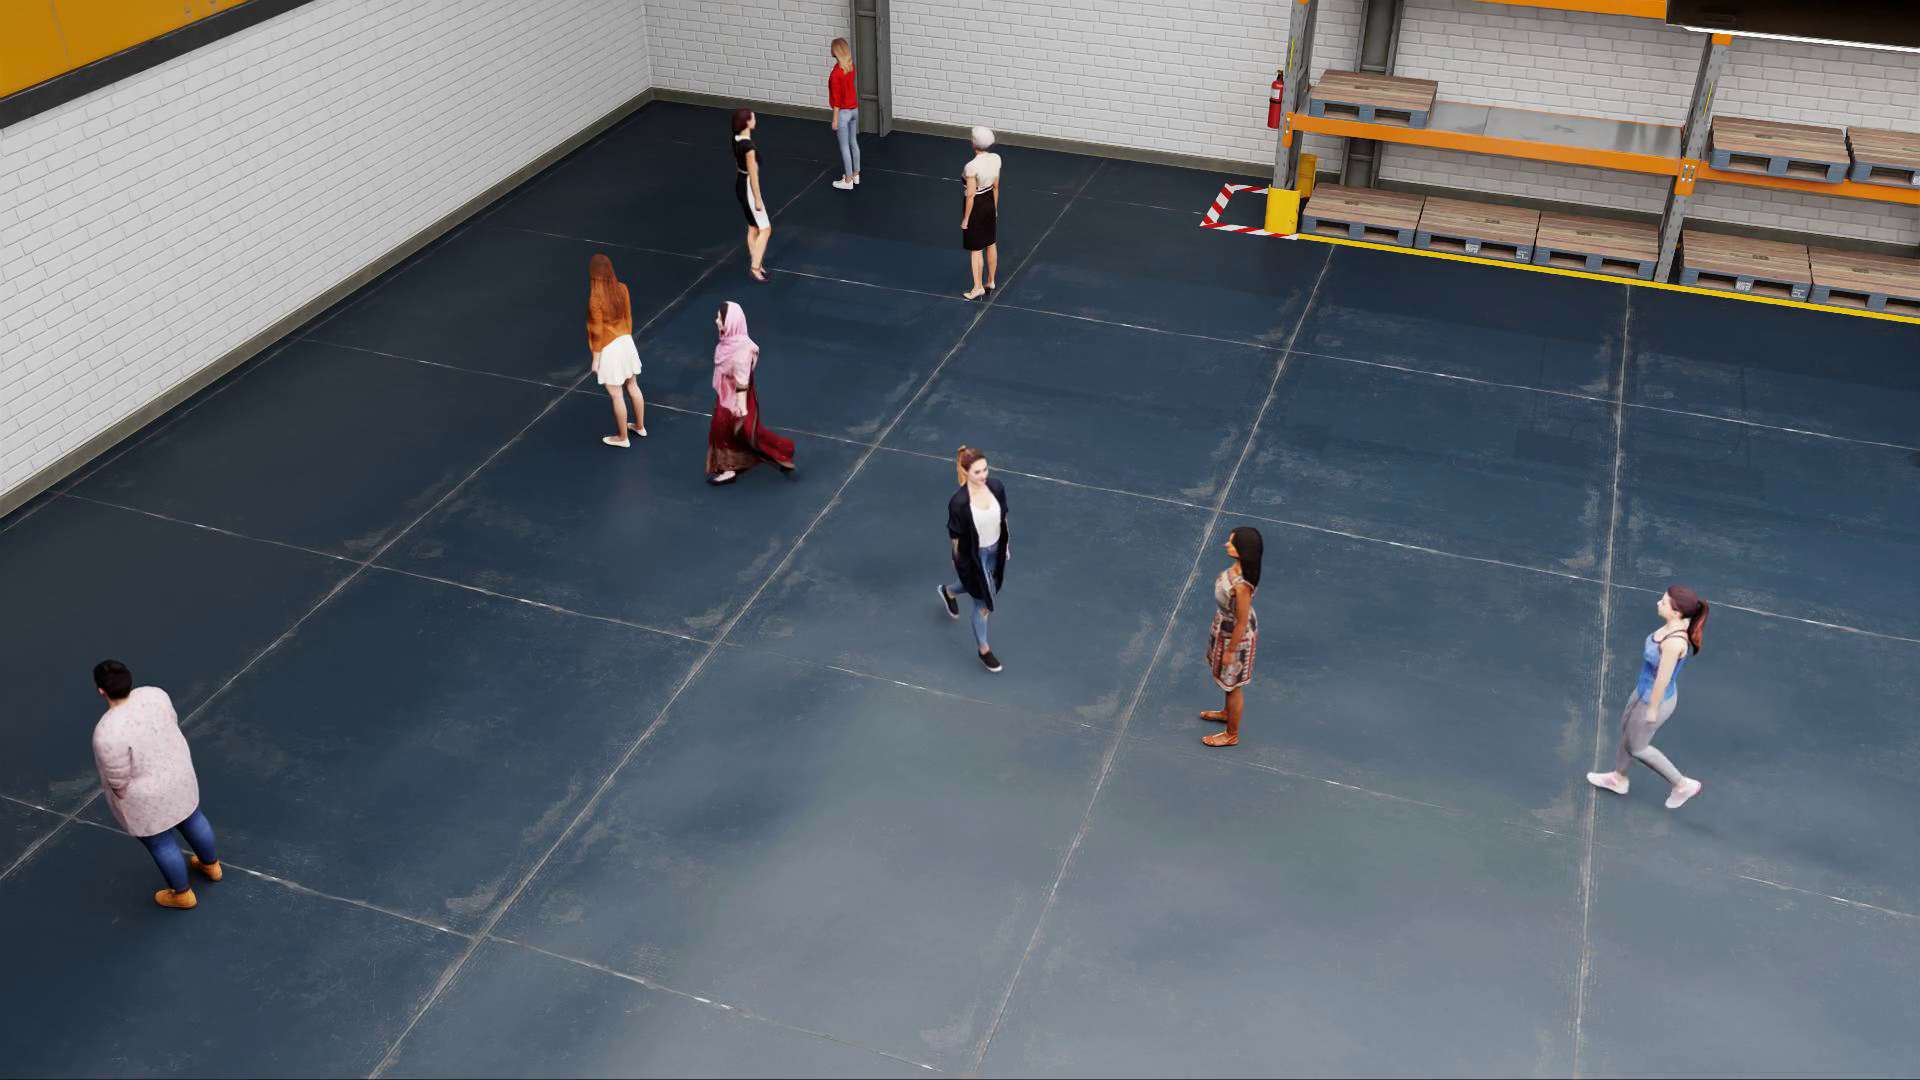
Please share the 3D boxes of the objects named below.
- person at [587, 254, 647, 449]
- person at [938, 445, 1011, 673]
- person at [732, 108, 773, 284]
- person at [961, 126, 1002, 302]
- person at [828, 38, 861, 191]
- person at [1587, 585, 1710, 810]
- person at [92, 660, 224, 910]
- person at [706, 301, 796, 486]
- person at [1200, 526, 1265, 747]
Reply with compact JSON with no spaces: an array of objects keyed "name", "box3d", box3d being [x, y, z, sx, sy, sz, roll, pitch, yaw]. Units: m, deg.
[{"name":"person","box3d":[-2.878,-1.587,13.917,0.646,1.723,0.674,21,39,28]},{"name":"person","box3d":[0.078,0.058,11.499,0.987,1.659,1.162,-23,40,-30]},{"name":"person","box3d":[-2.133,-3.412,16.600,0.775,1.792,0.701,-16,37,-23]},{"name":"person","box3d":[0.207,-3.196,16.309,0.679,1.755,0.714,28,43,35]},{"name":"person","box3d":[-1.298,-4.814,18.789,0.549,1.704,0.640,16,37,23]},{"name":"person","box3d":[4.307,0.984,10.165,0.894,1.593,0.624,16,37,23]},{"name":"person","box3d":[-4.587,1.366,9.456,0.617,1.742,0.692,13,36,18]},{"name":"person","box3d":[-1.716,-1.170,13.387,1.076,1.615,1.004,-13,36,-19]},{"name":"person","box3d":[1.770,0.605,10.689,0.617,1.645,0.699,3,34,5]}]
